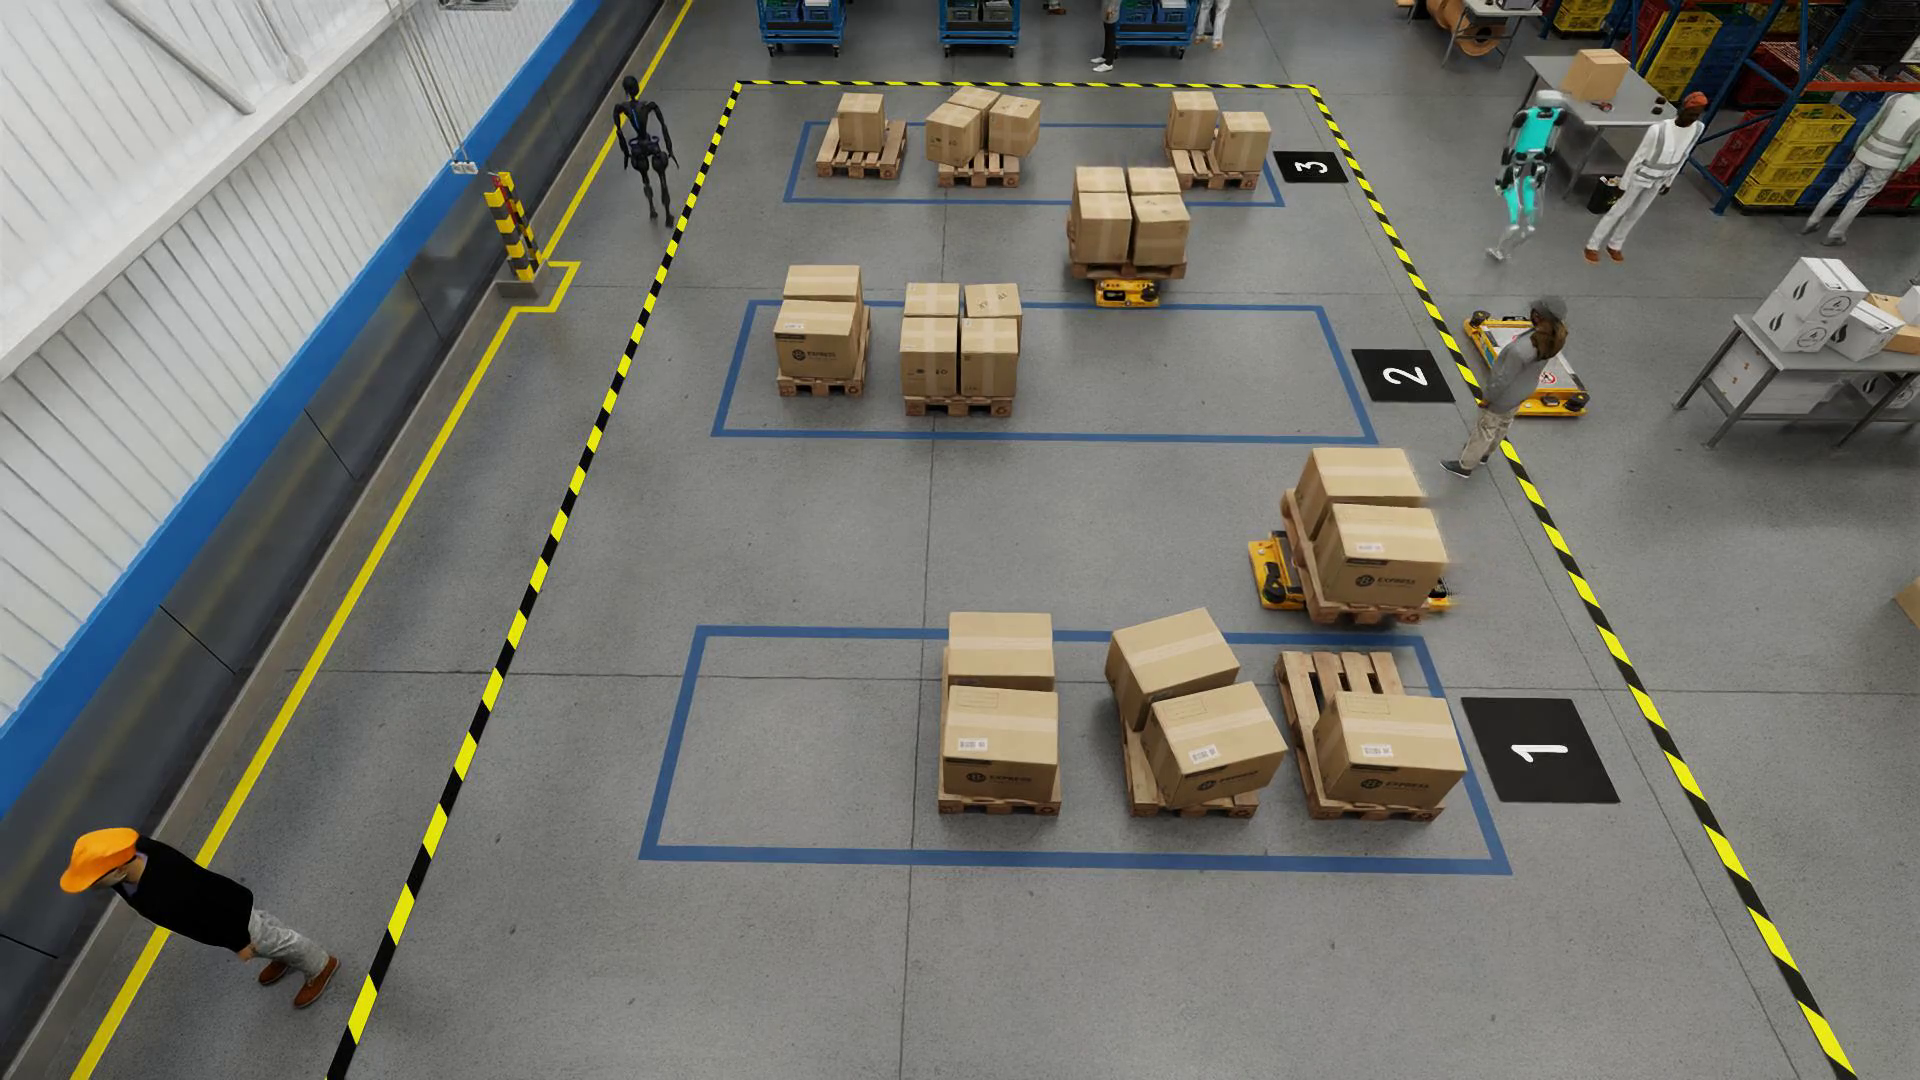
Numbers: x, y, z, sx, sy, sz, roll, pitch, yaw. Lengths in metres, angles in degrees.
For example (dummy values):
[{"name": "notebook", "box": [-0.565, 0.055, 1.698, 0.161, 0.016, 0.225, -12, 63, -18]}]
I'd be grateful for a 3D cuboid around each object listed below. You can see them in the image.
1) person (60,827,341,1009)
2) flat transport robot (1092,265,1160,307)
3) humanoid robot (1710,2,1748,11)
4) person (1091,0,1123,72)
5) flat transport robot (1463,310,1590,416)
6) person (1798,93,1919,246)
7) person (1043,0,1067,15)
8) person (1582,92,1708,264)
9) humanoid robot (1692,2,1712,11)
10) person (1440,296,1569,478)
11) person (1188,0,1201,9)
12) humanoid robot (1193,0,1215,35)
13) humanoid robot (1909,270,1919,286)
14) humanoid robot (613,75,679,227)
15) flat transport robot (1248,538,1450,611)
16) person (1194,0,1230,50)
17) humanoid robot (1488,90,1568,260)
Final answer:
[{"name": "person", "box": [-3.886, 1.963, 4.767, 0.587, 1.884, 0.361, 21, 52, 18]}, {"name": "flat transport robot", "box": [1.802, -3.082, 10.183, 0.652, 0.197, 1.431, 1, 49, 1]}, {"name": "humanoid robot", "box": [11.462, -8.110, 13.649, 0.614, 1.641, 0.573, 35, 58, 26]}, {"name": "person", "box": [2.135, -7.756, 13.204, 0.407, 1.847, 0.588, 2, 49, 2]}, {"name": "flat transport robot", "box": [5.573, -1.757, 9.054, 0.659, 0.231, 1.431, 1, 49, 1]}, {"name": "person", "box": [10.083, -4.182, 10.043, 0.386, 1.947, 0.613, -16, 51, -13]}, {"name": "person", "box": [1.553, -9.508, 14.660, 0.372, 1.940, 0.630, -10, 50, -9]}, {"name": "person", "box": [7.330, -3.832, 9.791, 0.579, 1.878, 0.362, -3, 49, -3]}, {"name": "humanoid robot", "box": [10.835, -7.849, 13.417, 0.660, 1.642, 0.593, 9, 50, 8]}, {"name": "person", "box": [4.561, -1.247, 7.619, 0.564, 1.770, 0.393, -26, 54, -21]}, {"name": "person", "box": [3.823, -9.515, 14.656, 0.411, 1.948, 0.688, 35, 58, 26]}, {"name": "humanoid robot", "box": [3.869, -8.725, 14.167, 0.613, 1.640, 0.602, 16, 51, 13]}, {"name": "humanoid robot", "box": [10.569, -3.355, 9.399, 0.532, 1.691, 0.743, 5, 49, 4]}, {"name": "humanoid robot", "box": [-3.540, -4.390, 10.399, 0.612, 1.645, 0.410, -6, 49, -6]}, {"name": "flat transport robot", "box": [3.089, 0.239, 7.308, 1.431, 0.197, 0.652, 1, 49, 1]}, {"name": "person", "box": [3.900, -8.413, 13.784, 0.633, 1.835, 0.430, 33, 57, 25]}, {"name": "humanoid robot", "box": [6.066, -3.780, 9.854, 0.565, 1.797, 0.812, 0, 49, 0]}]
